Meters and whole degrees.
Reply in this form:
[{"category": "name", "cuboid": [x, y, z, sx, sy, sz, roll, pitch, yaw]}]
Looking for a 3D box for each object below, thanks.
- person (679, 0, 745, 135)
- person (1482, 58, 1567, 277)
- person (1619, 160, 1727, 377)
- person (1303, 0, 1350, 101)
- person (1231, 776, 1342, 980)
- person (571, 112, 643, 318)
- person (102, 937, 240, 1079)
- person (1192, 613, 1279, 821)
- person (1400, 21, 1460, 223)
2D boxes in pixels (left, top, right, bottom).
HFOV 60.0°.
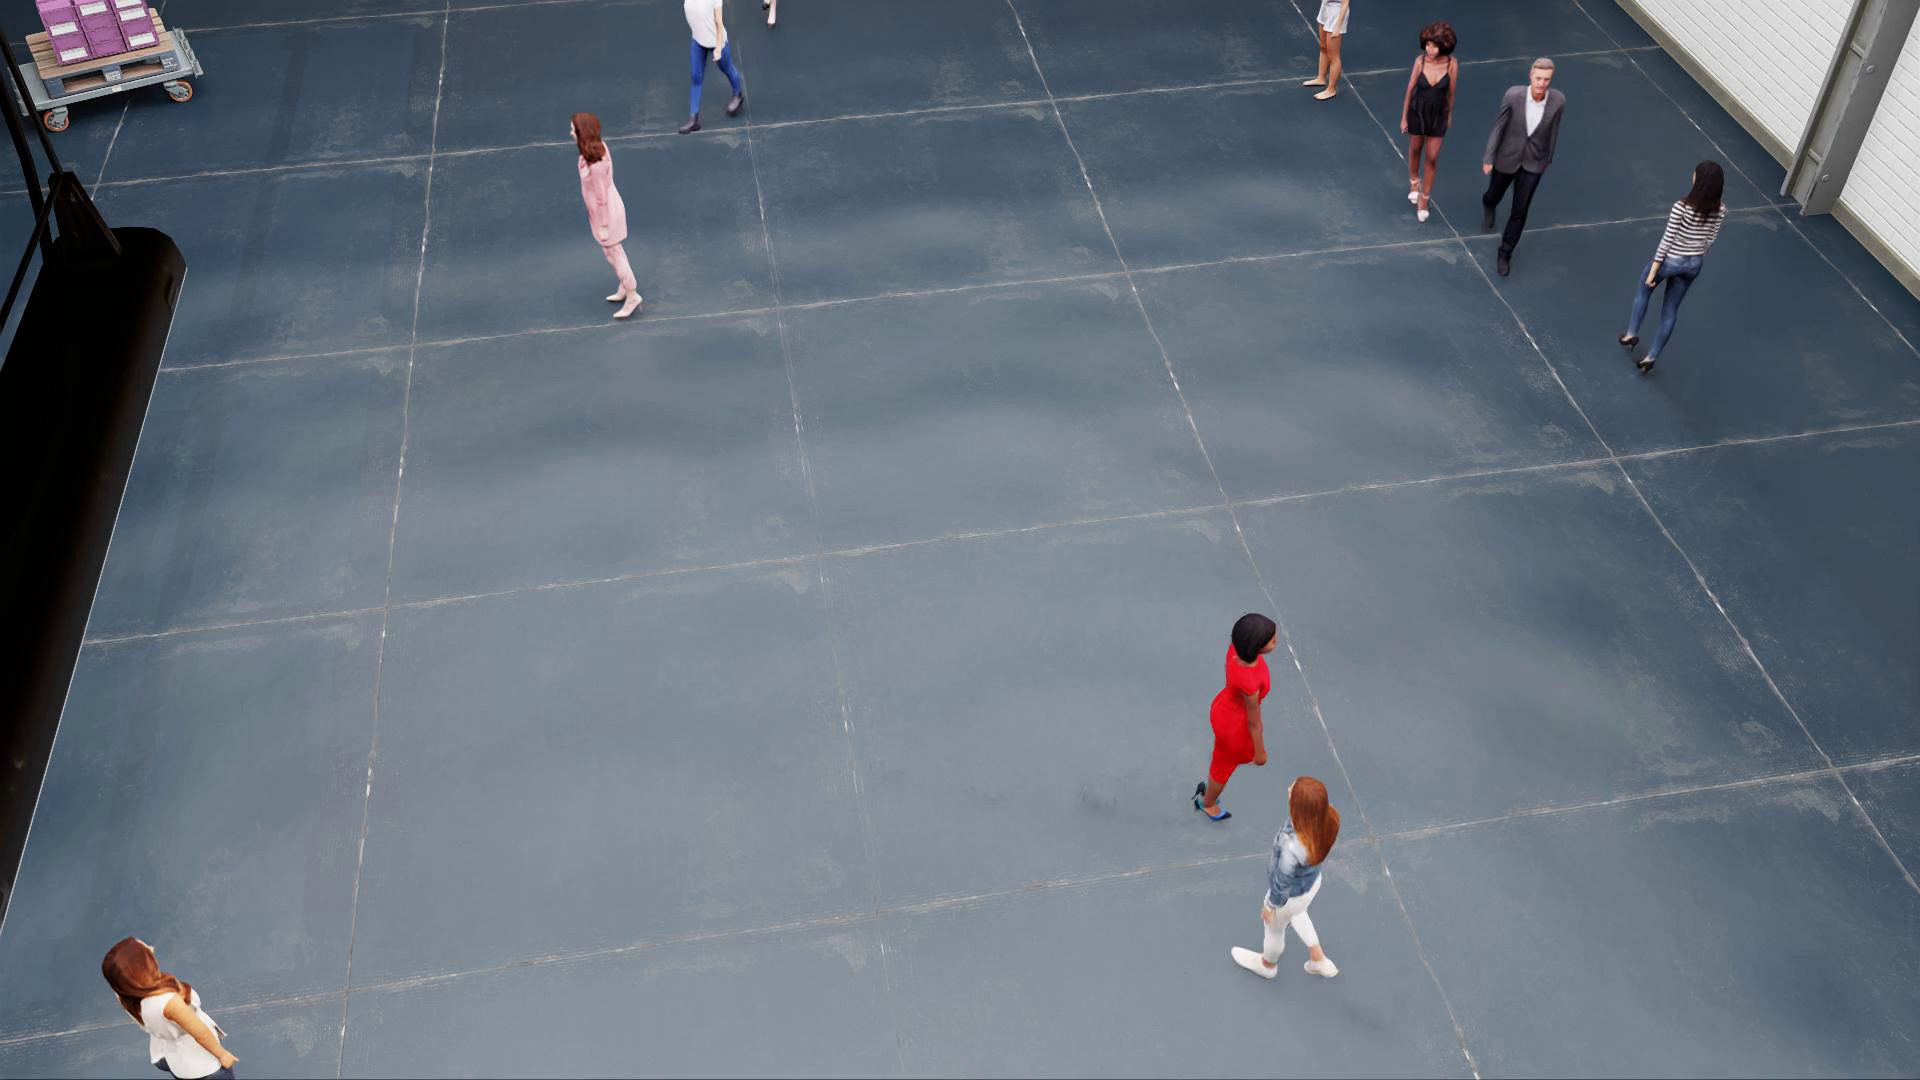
[{"category": "person", "cuboid": [-2.271, -4.648, 15.507, 1.065, 1.637, 1.172, 22, 48, 22]}, {"category": "person", "cuboid": [4.648, -3.189, 13.854, 1.006, 1.805, 1.268, 7, 44, 8]}, {"category": "person", "cuboid": [5.467, -1.992, 12.627, 0.668, 1.765, 0.777, -3, 44, -3]}, {"category": "person", "cuboid": [3.585, -5.024, 15.924, 0.630, 1.607, 0.463, -10, 44, -10]}, {"category": "person", "cuboid": [1.809, 1.832, 8.663, 0.942, 1.695, 0.877, 28, 50, 26]}, {"category": "person", "cuboid": [-2.805, -2.594, 13.237, 0.689, 1.795, 0.518, -12, 45, -12]}, {"category": "person", "cuboid": [-3.696, 2.453, 7.947, 0.679, 1.784, 0.700, 17, 46, 17]}, {"category": "person", "cuboid": [1.471, 1.051, 9.456, 0.693, 1.732, 0.605, 1, 44, 1]}, {"category": "person", "cuboid": [4.054, -3.702, 14.420, 0.761, 1.768, 0.875, 9, 44, 10]}]
